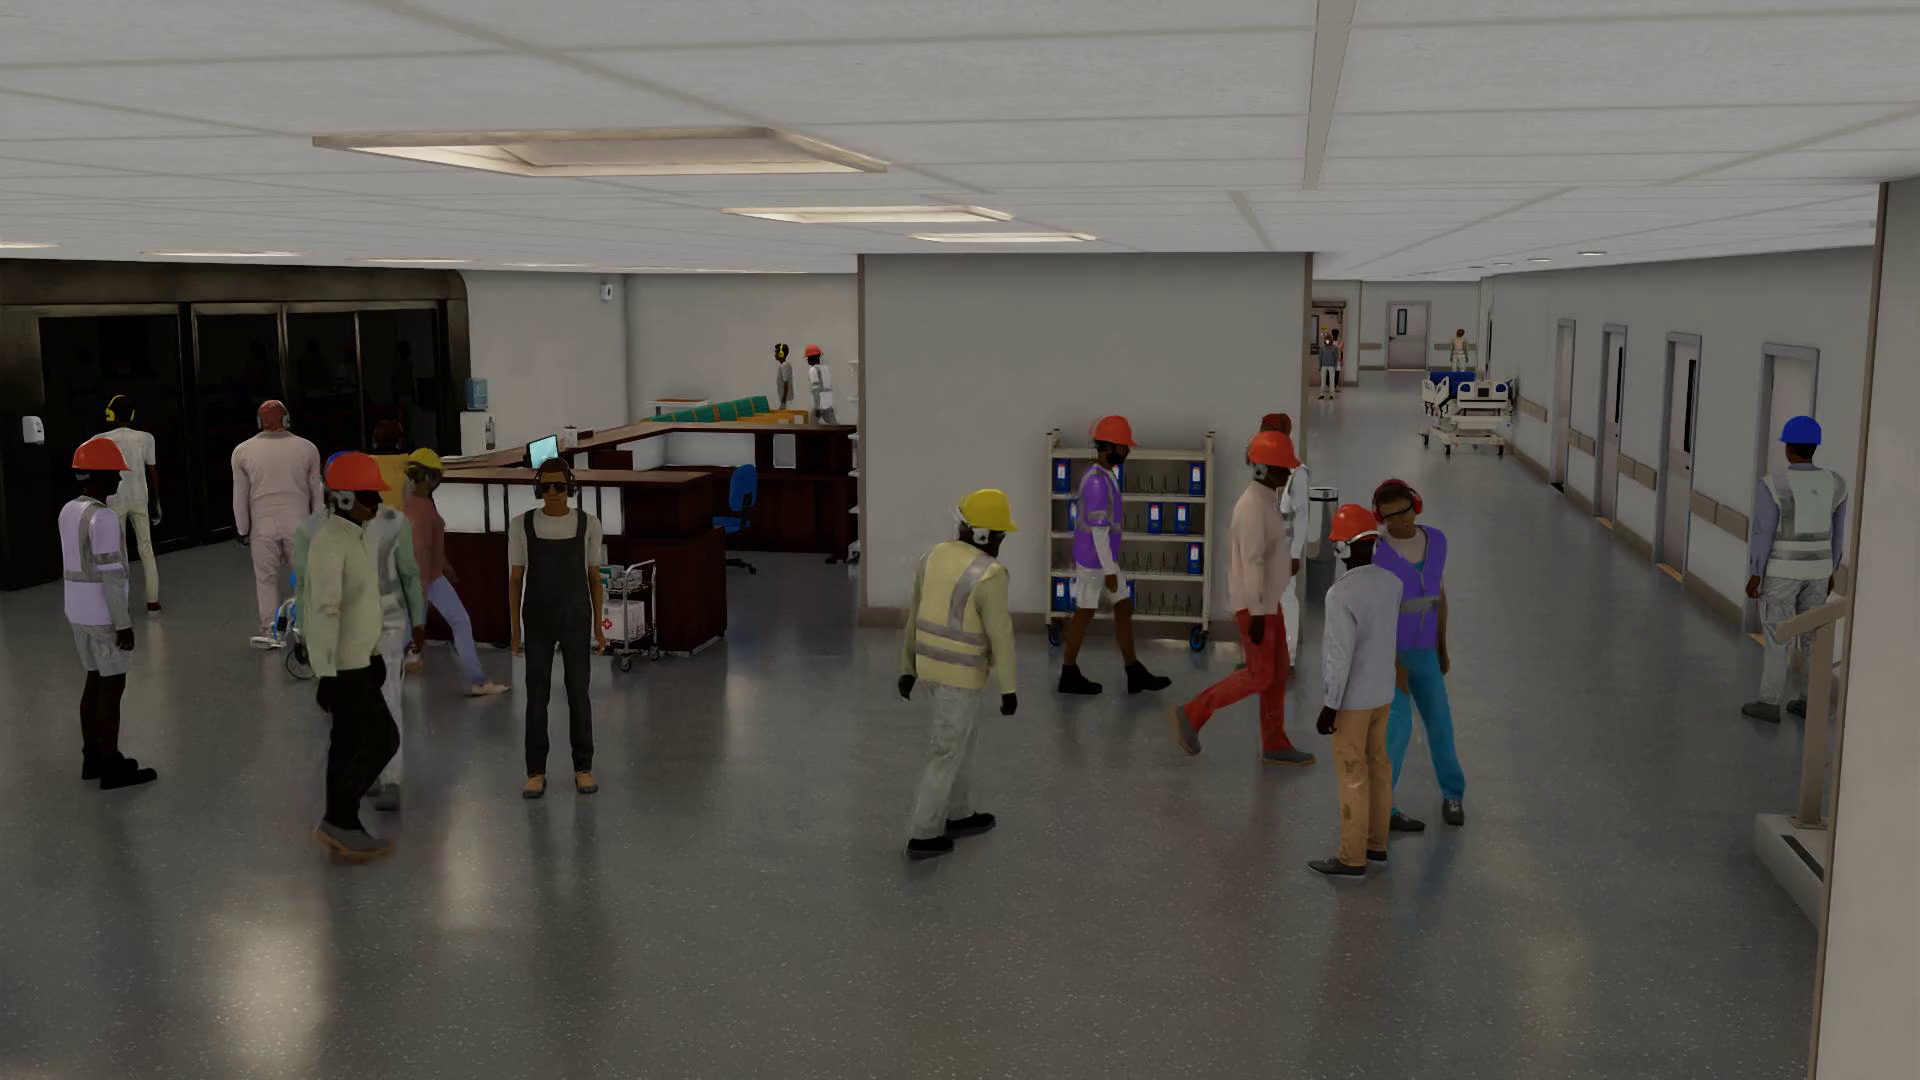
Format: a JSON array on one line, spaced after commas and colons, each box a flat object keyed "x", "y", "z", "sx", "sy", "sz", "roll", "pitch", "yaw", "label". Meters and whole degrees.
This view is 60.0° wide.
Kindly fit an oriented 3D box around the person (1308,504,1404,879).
[{"x": 1.838, "y": 0.701, "z": 7.783, "sx": 0.339, "sy": 1.748, "sz": 0.563, "roll": 8, "pitch": 12, "yaw": 42, "label": "person"}]

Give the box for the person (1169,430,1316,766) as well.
[{"x": 1.626, "y": 0.346, "z": 9.478, "sx": 0.738, "sy": 1.965, "sz": 0.665, "roll": 3, "pitch": 9, "yaw": 17, "label": "person"}]

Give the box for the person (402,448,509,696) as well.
[{"x": -3.561, "y": 0.232, "z": 11.087, "sx": 0.915, "sy": 1.698, "sz": 0.513, "roll": -6, "pitch": 10, "yaw": -32, "label": "person"}]

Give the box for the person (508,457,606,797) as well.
[{"x": -2.177, "y": 0.468, "z": 9.014, "sx": 0.505, "sy": 1.847, "sz": 0.344, "roll": -2, "pitch": 9, "yaw": -15, "label": "person"}]

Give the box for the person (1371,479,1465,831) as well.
[{"x": 2.279, "y": 0.578, "z": 8.467, "sx": 0.680, "sy": 1.800, "sz": 0.440, "roll": -5, "pitch": 10, "yaw": -29, "label": "person"}]

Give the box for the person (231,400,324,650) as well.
[{"x": -5.200, "y": -0.118, "z": 12.715, "sx": 0.646, "sy": 1.904, "sz": 0.401, "roll": -4, "pitch": 10, "yaw": -27, "label": "person"}]

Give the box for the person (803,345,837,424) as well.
[{"x": -2.188, "y": -2.126, "z": 26.199, "sx": 0.836, "sy": 1.876, "sz": 0.566, "roll": 5, "pitch": 10, "yaw": 28, "label": "person"}]

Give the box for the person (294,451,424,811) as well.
[{"x": -3.155, "y": 0.481, "z": 8.719, "sx": 0.616, "sy": 1.903, "sz": 0.869, "roll": -1, "pitch": 9, "yaw": -10, "label": "person"}]

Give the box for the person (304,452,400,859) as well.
[{"x": -2.877, "y": 0.567, "z": 7.912, "sx": 0.440, "sy": 1.975, "sz": 0.648, "roll": -2, "pitch": 9, "yaw": -11, "label": "person"}]

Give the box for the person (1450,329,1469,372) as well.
[{"x": 13.997, "y": -5.097, "z": 46.626, "sx": 0.517, "sy": 1.639, "sz": 0.313, "roll": 6, "pitch": 10, "yaw": 33, "label": "person"}]

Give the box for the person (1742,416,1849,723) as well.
[{"x": 5.279, "y": 0.189, "z": 10.530, "sx": 0.605, "sy": 1.948, "sz": 0.391, "roll": -1, "pitch": 9, "yaw": -8, "label": "person"}]

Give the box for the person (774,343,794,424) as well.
[{"x": -2.864, "y": -2.254, "z": 27.007, "sx": 0.334, "sy": 1.873, "sz": 0.517, "roll": 0, "pitch": 9, "yaw": -1, "label": "person"}]

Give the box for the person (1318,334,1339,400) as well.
[{"x": 9.163, "y": -4.303, "z": 41.381, "sx": 0.501, "sy": 1.633, "sz": 0.283, "roll": 5, "pitch": 10, "yaw": 31, "label": "person"}]

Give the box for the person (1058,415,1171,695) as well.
[{"x": 1.053, "y": 0.123, "z": 11.100, "sx": 0.872, "sy": 1.901, "sz": 0.578, "roll": 2, "pitch": 9, "yaw": 15, "label": "person"}]

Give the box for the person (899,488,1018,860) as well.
[{"x": 0.008, "y": 0.640, "z": 8.063, "sx": 0.723, "sy": 1.785, "sz": 0.612, "roll": -6, "pitch": 10, "yaw": -34, "label": "person"}]

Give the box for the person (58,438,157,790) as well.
[{"x": -4.729, "y": 0.400, "z": 9.209, "sx": 0.550, "sy": 1.928, "sz": 0.390, "roll": 8, "pitch": 11, "yaw": 41, "label": "person"}]

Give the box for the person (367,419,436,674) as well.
[{"x": -4.045, "y": 0.055, "z": 11.852, "sx": 0.650, "sy": 1.830, "sz": 0.433, "roll": -1, "pitch": 9, "yaw": -7, "label": "person"}]

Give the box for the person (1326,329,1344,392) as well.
[{"x": 9.962, "y": -4.775, "z": 44.304, "sx": 0.532, "sy": 1.698, "sz": 0.319, "roll": -1, "pitch": 9, "yaw": -4, "label": "person"}]

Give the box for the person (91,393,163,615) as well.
[{"x": -7.004, "y": -0.295, "z": 13.984, "sx": 0.531, "sy": 1.875, "sz": 0.316, "roll": -6, "pitch": 11, "yaw": -36, "label": "person"}]

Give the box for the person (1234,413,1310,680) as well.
[{"x": 2.200, "y": 0.052, "z": 11.660, "sx": 0.358, "sy": 1.883, "sz": 0.572, "roll": -4, "pitch": 9, "yaw": -25, "label": "person"}]
